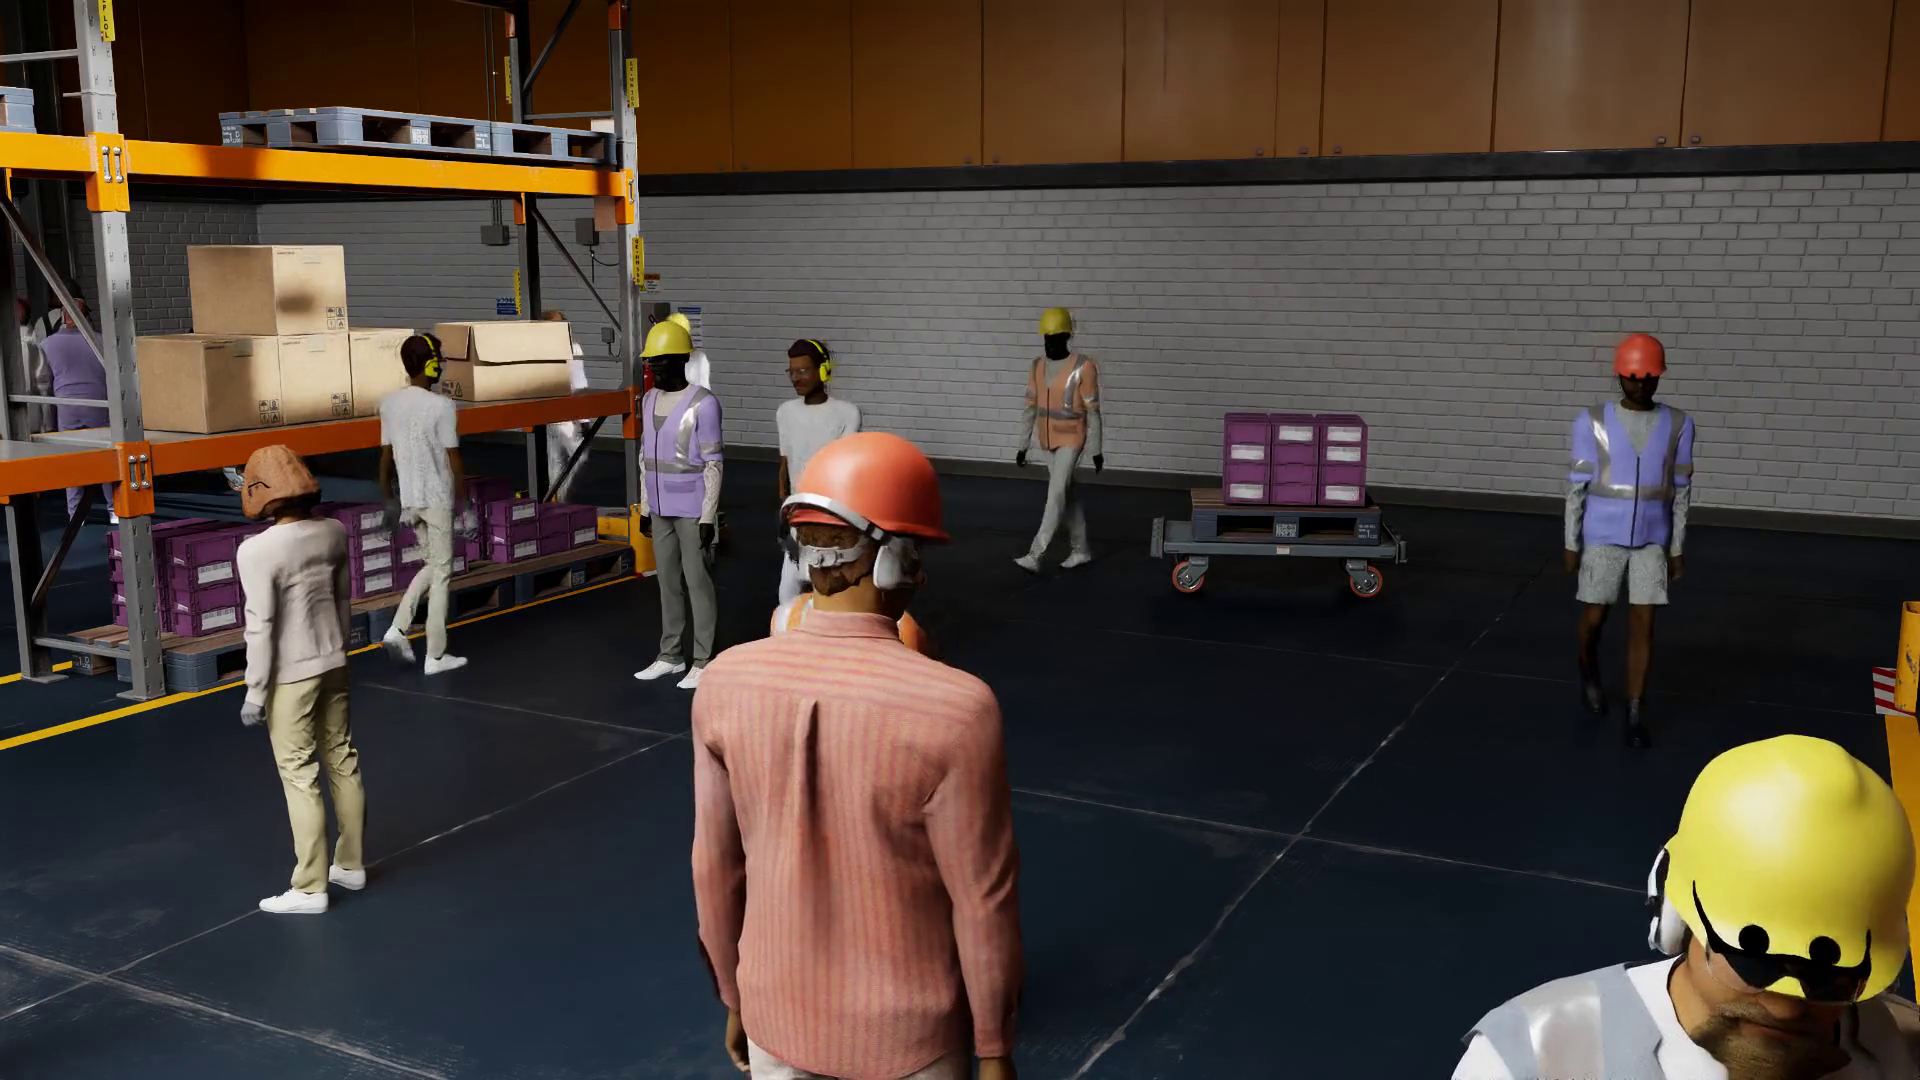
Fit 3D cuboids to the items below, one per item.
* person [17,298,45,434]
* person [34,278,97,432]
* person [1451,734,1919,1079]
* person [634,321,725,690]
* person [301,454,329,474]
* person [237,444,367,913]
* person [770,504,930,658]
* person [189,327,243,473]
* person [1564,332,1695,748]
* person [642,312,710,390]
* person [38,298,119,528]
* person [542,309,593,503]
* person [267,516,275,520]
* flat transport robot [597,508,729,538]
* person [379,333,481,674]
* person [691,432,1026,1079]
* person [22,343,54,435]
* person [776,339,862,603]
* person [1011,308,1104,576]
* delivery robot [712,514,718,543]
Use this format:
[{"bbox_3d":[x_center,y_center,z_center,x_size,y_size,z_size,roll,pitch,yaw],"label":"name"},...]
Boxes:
[{"bbox_3d":[-9.462,-1.524,16.816,0.595,1.832,0.997,-1,10,-4],"label":"person"},{"bbox_3d":[-8.885,-1.616,16.731,0.690,2.000,0.535,3,10,18],"label":"person"},{"bbox_3d":[0.794,1.078,1.771,0.591,1.822,0.404,0,10,1],"label":"person"},{"bbox_3d":[-1.488,-0.180,8.748,0.588,1.927,0.369,8,13,38],"label":"person"},{"bbox_3d":[-6.692,-1.596,17.237,0.567,1.825,0.639,5,11,28],"label":"person"},{"bbox_3d":[-2.292,0.480,5.770,0.287,1.633,0.498,3,10,19],"label":"person"},{"bbox_3d":[-0.384,0.703,4.347,0.556,1.666,0.761,9,14,44],"label":"person"},{"bbox_3d":[-7.760,-1.614,17.297,0.429,1.841,0.634,3,10,18],"label":"person"},{"bbox_3d":[3.162,-0.026,7.892,0.555,1.919,0.745,2,10,11],"label":"person"},{"bbox_3d":[-2.474,-1.094,14.474,0.625,1.788,0.832,-1,10,-5],"label":"person"},{"bbox_3d":[-7.276,-1.052,13.853,0.636,1.911,0.404,-3,10,-19],"label":"person"},{"bbox_3d":[-3.337,-1.001,13.807,0.643,1.822,0.459,5,11,28],"label":"person"},{"bbox_3d":[-5.850,-1.120,14.308,0.337,1.883,0.584,5,11,26],"label":"person"},{"bbox_3d":[-2.616,-0.109,13.126,1.431,0.197,0.652,2,10,11],"label":"flat transport robot"},{"bbox_3d":[-2.852,-0.182,8.970,0.520,1.856,0.428,6,11,29],"label":"person"},{"bbox_3d":[-0.159,0.809,2.857,0.609,1.984,0.398,5,11,28],"label":"person"},{"bbox_3d":[-7.502,-0.927,13.148,0.566,1.899,0.819,-8,12,-37],"label":"person"},{"bbox_3d":[-0.715,-0.073,8.358,0.549,1.853,0.548,3,10,18],"label":"person"},{"bbox_3d":[0.636,-0.687,11.778,0.963,1.880,0.615,-9,13,-41],"label":"person"},{"bbox_3d":[-2.019,-0.146,12.243,0.477,0.478,0.707,-4,10,-22],"label":"delivery robot"}]
